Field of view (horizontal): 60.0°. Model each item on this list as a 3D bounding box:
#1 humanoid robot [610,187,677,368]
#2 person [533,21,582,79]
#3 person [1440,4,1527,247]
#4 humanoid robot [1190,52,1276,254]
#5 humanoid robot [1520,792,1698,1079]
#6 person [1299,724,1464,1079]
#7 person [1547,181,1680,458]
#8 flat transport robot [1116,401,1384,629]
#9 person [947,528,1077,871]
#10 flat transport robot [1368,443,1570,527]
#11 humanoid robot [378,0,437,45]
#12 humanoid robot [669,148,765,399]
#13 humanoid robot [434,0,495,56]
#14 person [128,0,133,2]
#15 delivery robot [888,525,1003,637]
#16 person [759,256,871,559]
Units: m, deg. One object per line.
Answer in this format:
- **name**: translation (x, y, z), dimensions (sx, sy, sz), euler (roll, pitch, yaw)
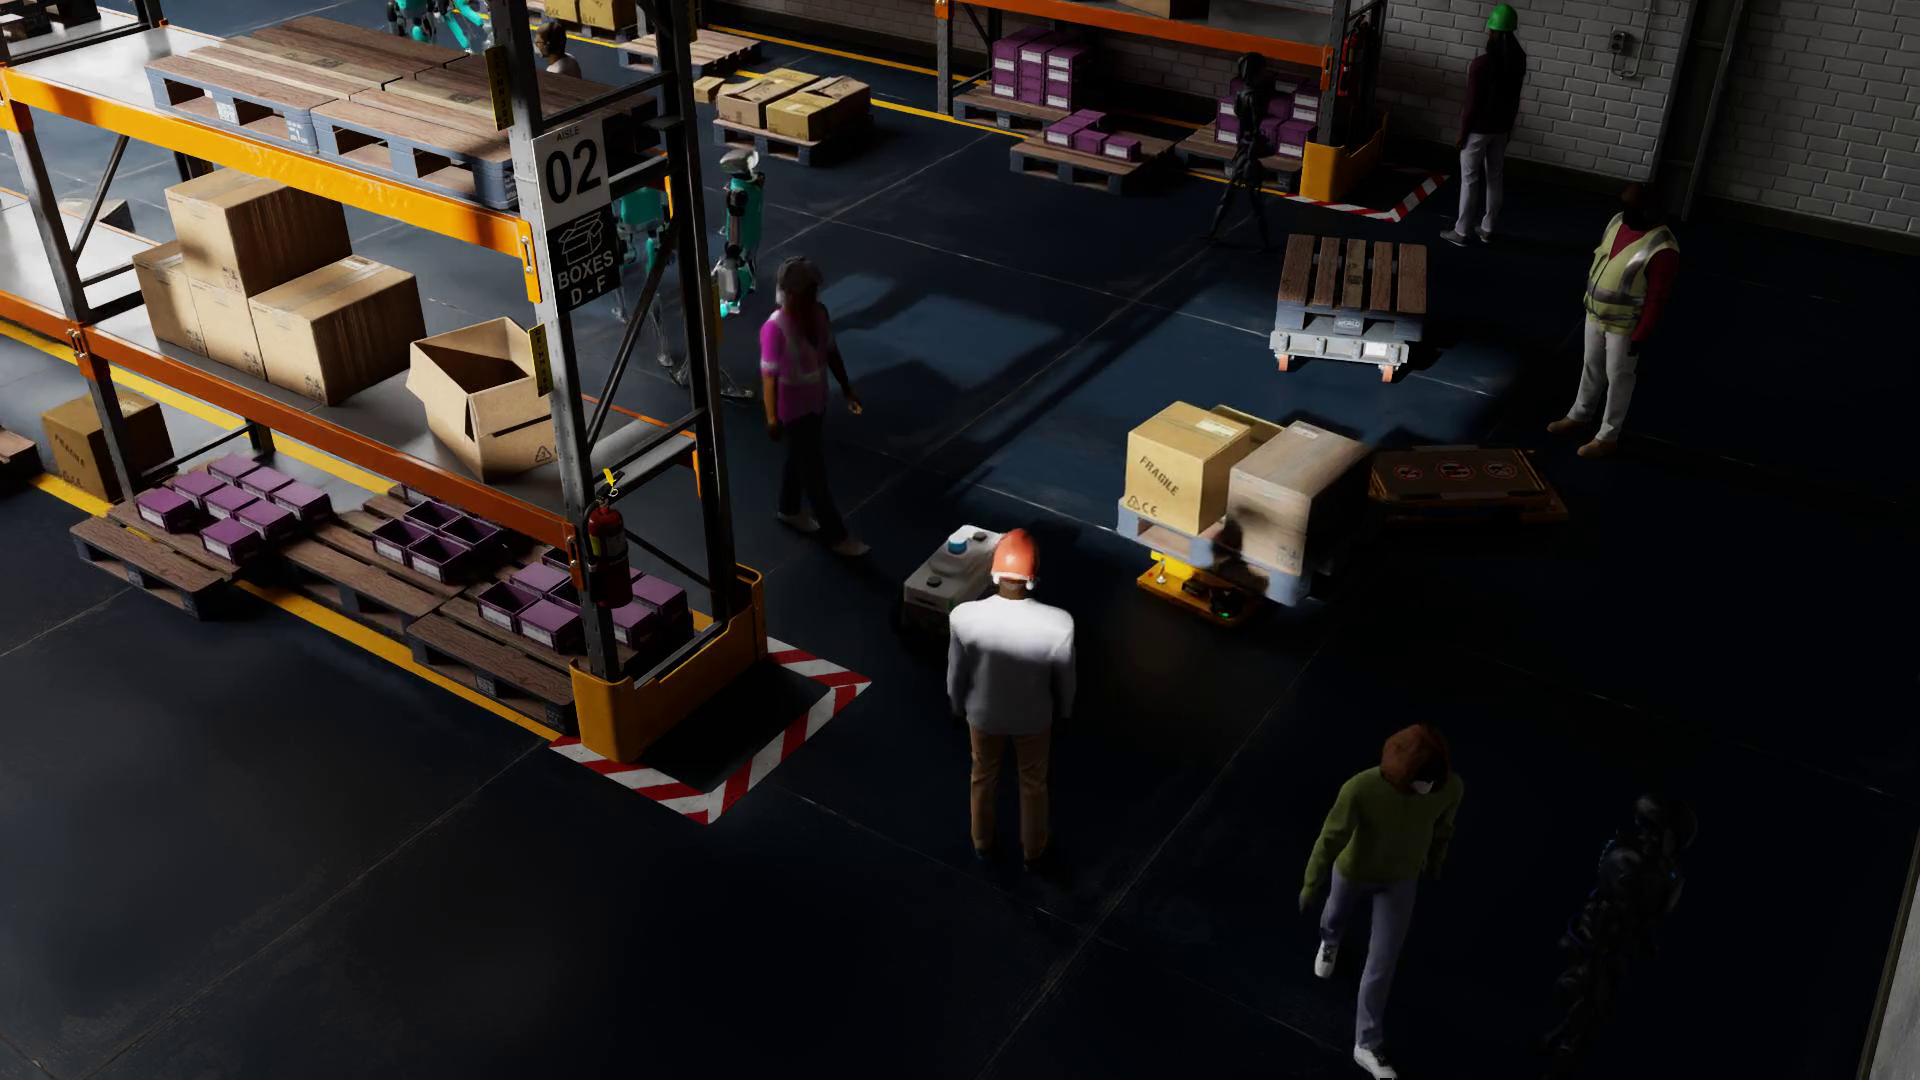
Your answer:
- **humanoid robot**: translation (-2.369, -2.173, 11.927), dimensions (0.549, 1.765, 1.017), euler (-17, 37, -24)
- **person**: translation (-3.113, -3.124, 13.145), dimensions (0.373, 1.940, 0.630), euler (-2, 33, -3)
- **person**: translation (4.261, -3.326, 13.445), dimensions (0.489, 1.952, 0.421), euler (-8, 34, -12)
- **humanoid robot**: translation (2.271, -3.083, 13.350), dimensions (0.719, 1.629, 0.615), euler (-1, 33, -2)
- **humanoid robot**: translation (2.390, 1.532, 6.232), dimensions (0.422, 1.642, 0.591), euler (25, 41, 33)
- **person**: translation (1.640, 1.337, 6.604), dimensions (0.600, 1.572, 0.865), euler (0, 33, 0)
- **person**: translation (4.179, -1.409, 10.603), dimensions (0.429, 1.839, 0.622), euler (-9, 34, -14)
- **flat transport robot**: translation (1.720, 0.028, 9.830), dimensions (0.659, 0.231, 1.431), euler (25, 40, 33)
- **person**: translation (0.230, 0.721, 7.415), dimensions (0.574, 1.740, 0.378), euler (2, 33, 4)
- **flat transport robot**: translation (2.996, -0.335, 10.388), dimensions (1.431, 0.231, 0.659), euler (-2, 33, -2)
- **humanoid robot**: translation (-5.383, -4.943, 16.115), dimensions (0.965, 1.739, 0.542), euler (22, 39, 30)
- **humanoid robot**: translation (-1.720, -1.751, 11.263), dimensions (0.879, 1.840, 0.553), euler (5, 33, 8)
- **humanoid robot**: translation (-5.070, -5.449, 16.916), dimensions (0.825, 1.789, 0.545), euler (17, 37, 24)
- **person**: translation (-9.892, -7.330, 19.772), dimensions (0.751, 1.758, 0.433), euler (-13, 35, -19)
- **delivery robot**: translation (-0.028, 0.261, 9.228), dimensions (0.499, 0.614, 0.803), euler (17, 37, 24)
- **person**: translation (-0.804, -0.761, 9.623), dimensions (0.822, 1.817, 0.535), euler (19, 38, 27)
